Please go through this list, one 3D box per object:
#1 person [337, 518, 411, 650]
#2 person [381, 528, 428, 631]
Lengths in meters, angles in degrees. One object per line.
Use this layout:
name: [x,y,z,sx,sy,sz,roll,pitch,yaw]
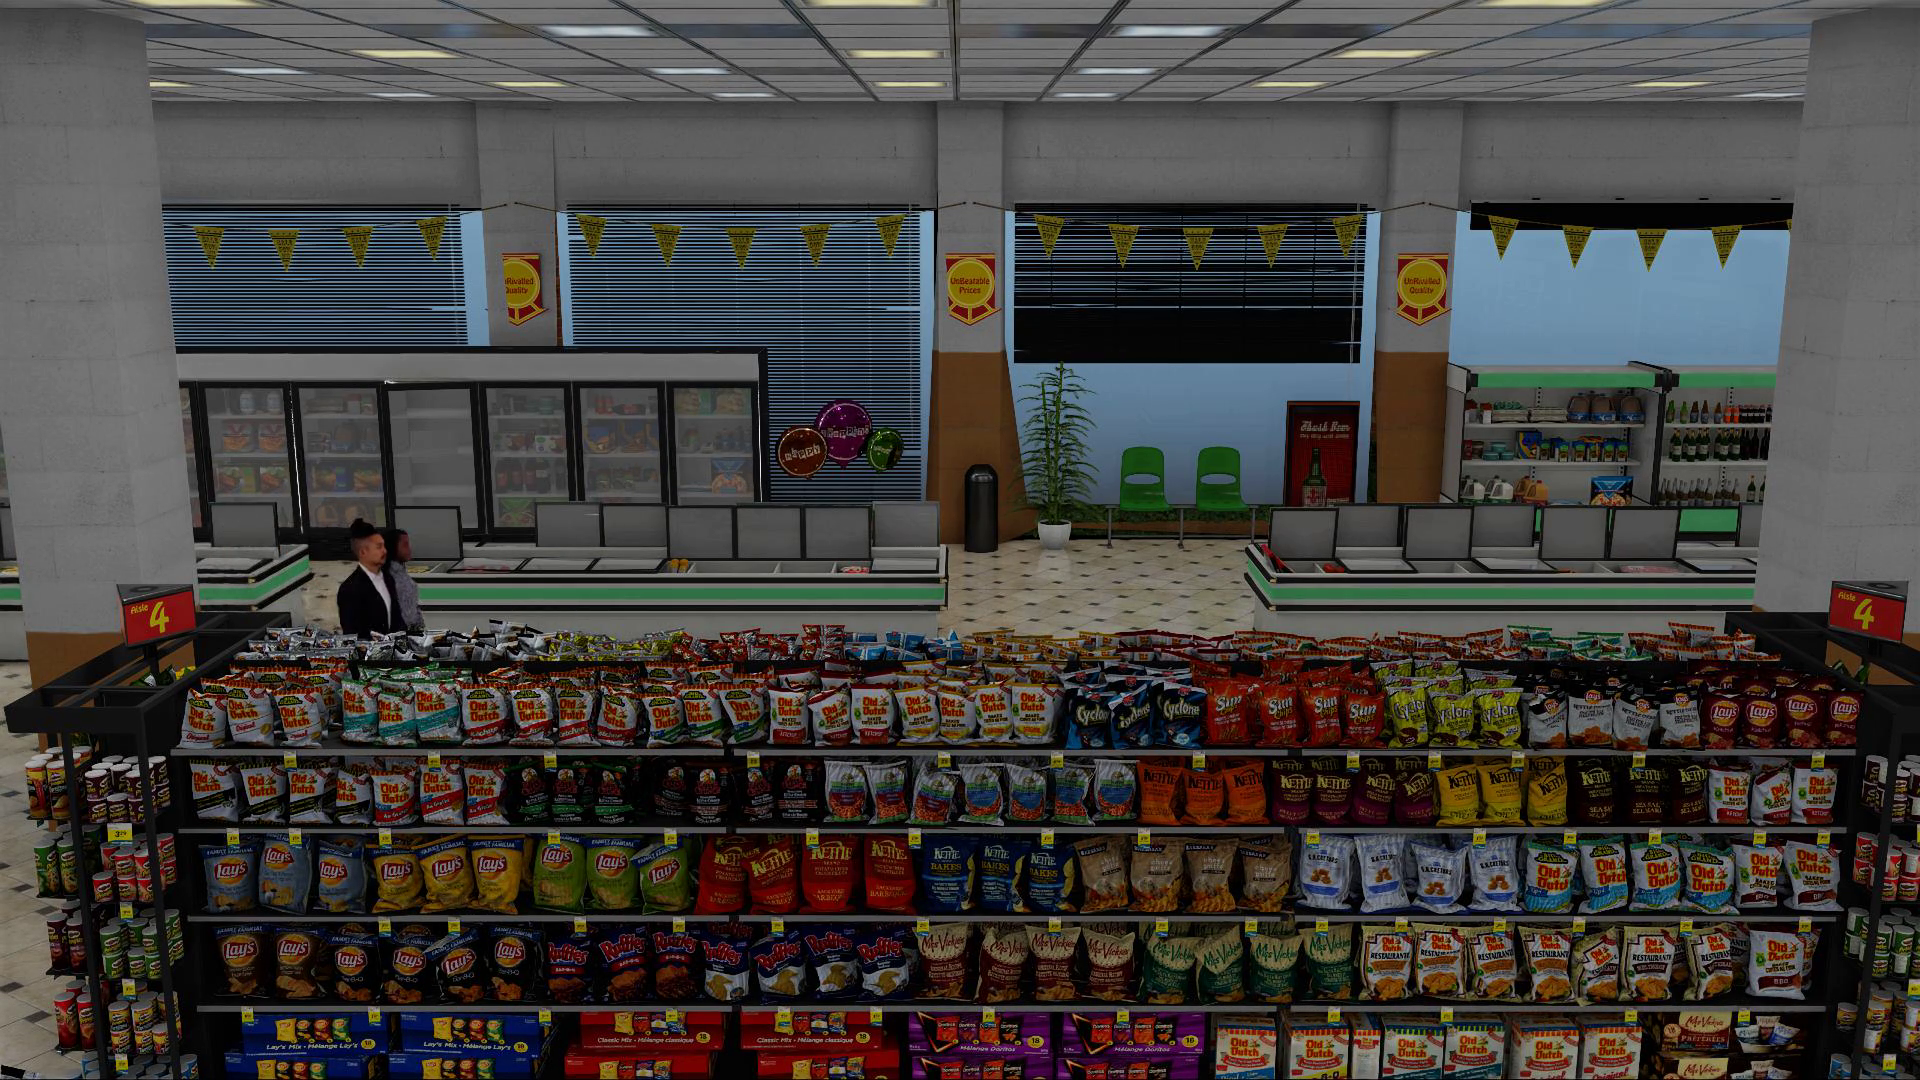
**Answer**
person: [-4.010,0.823,11.059,1.253,1.901,0.816,2,12,7]
person: [-4.061,0.776,11.789,1.072,1.693,0.701,-1,12,-6]
